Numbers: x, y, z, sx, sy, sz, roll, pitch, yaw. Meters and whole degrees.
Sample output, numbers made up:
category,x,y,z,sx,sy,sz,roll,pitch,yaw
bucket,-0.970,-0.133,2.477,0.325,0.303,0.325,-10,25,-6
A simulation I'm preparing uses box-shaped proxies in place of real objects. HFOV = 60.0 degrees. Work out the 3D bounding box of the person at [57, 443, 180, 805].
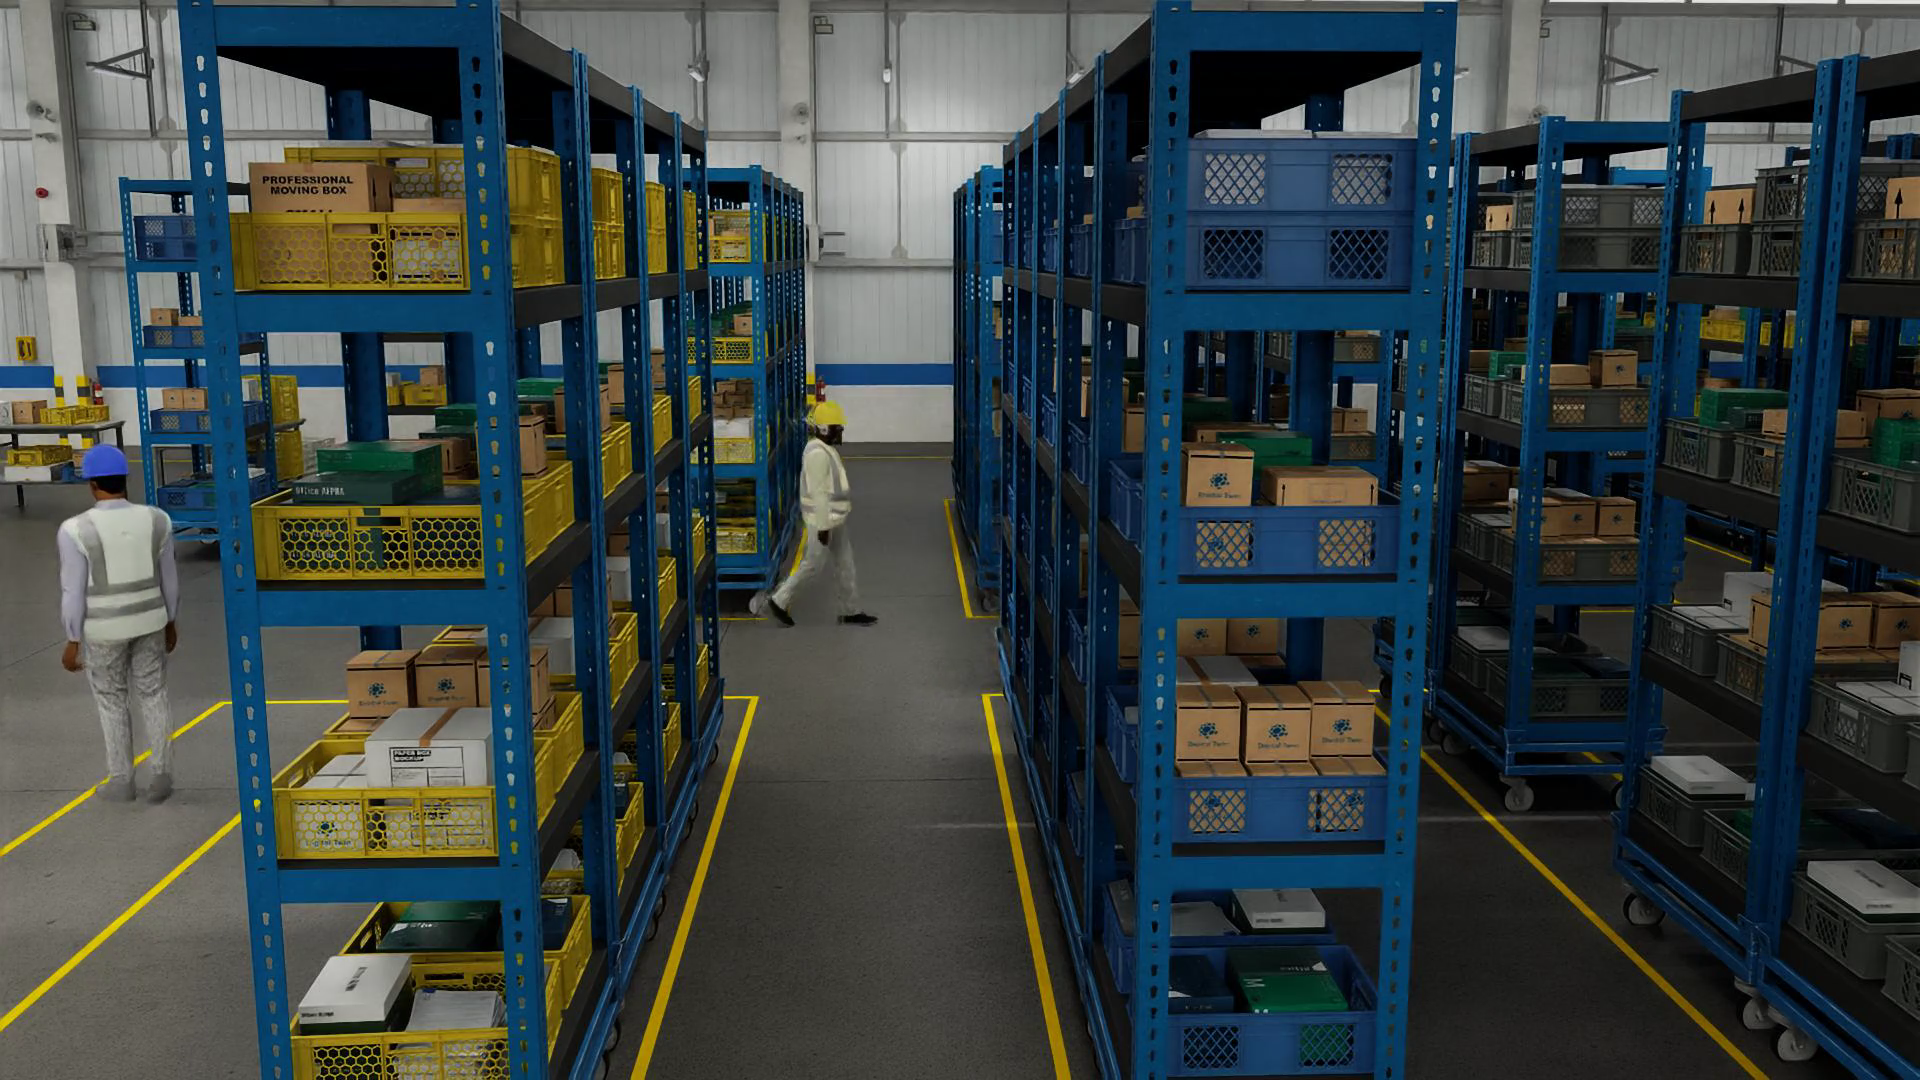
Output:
category,x,y,z,sx,sy,sz,roll,pitch,yaw
person,-4.479,0.453,8.886,0.389,1.953,0.605,7,12,37

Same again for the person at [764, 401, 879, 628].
category,x,y,z,sx,sy,sz,roll,pitch,yaw
person,-1.103,-0.193,12.965,0.841,1.799,0.605,1,10,4
